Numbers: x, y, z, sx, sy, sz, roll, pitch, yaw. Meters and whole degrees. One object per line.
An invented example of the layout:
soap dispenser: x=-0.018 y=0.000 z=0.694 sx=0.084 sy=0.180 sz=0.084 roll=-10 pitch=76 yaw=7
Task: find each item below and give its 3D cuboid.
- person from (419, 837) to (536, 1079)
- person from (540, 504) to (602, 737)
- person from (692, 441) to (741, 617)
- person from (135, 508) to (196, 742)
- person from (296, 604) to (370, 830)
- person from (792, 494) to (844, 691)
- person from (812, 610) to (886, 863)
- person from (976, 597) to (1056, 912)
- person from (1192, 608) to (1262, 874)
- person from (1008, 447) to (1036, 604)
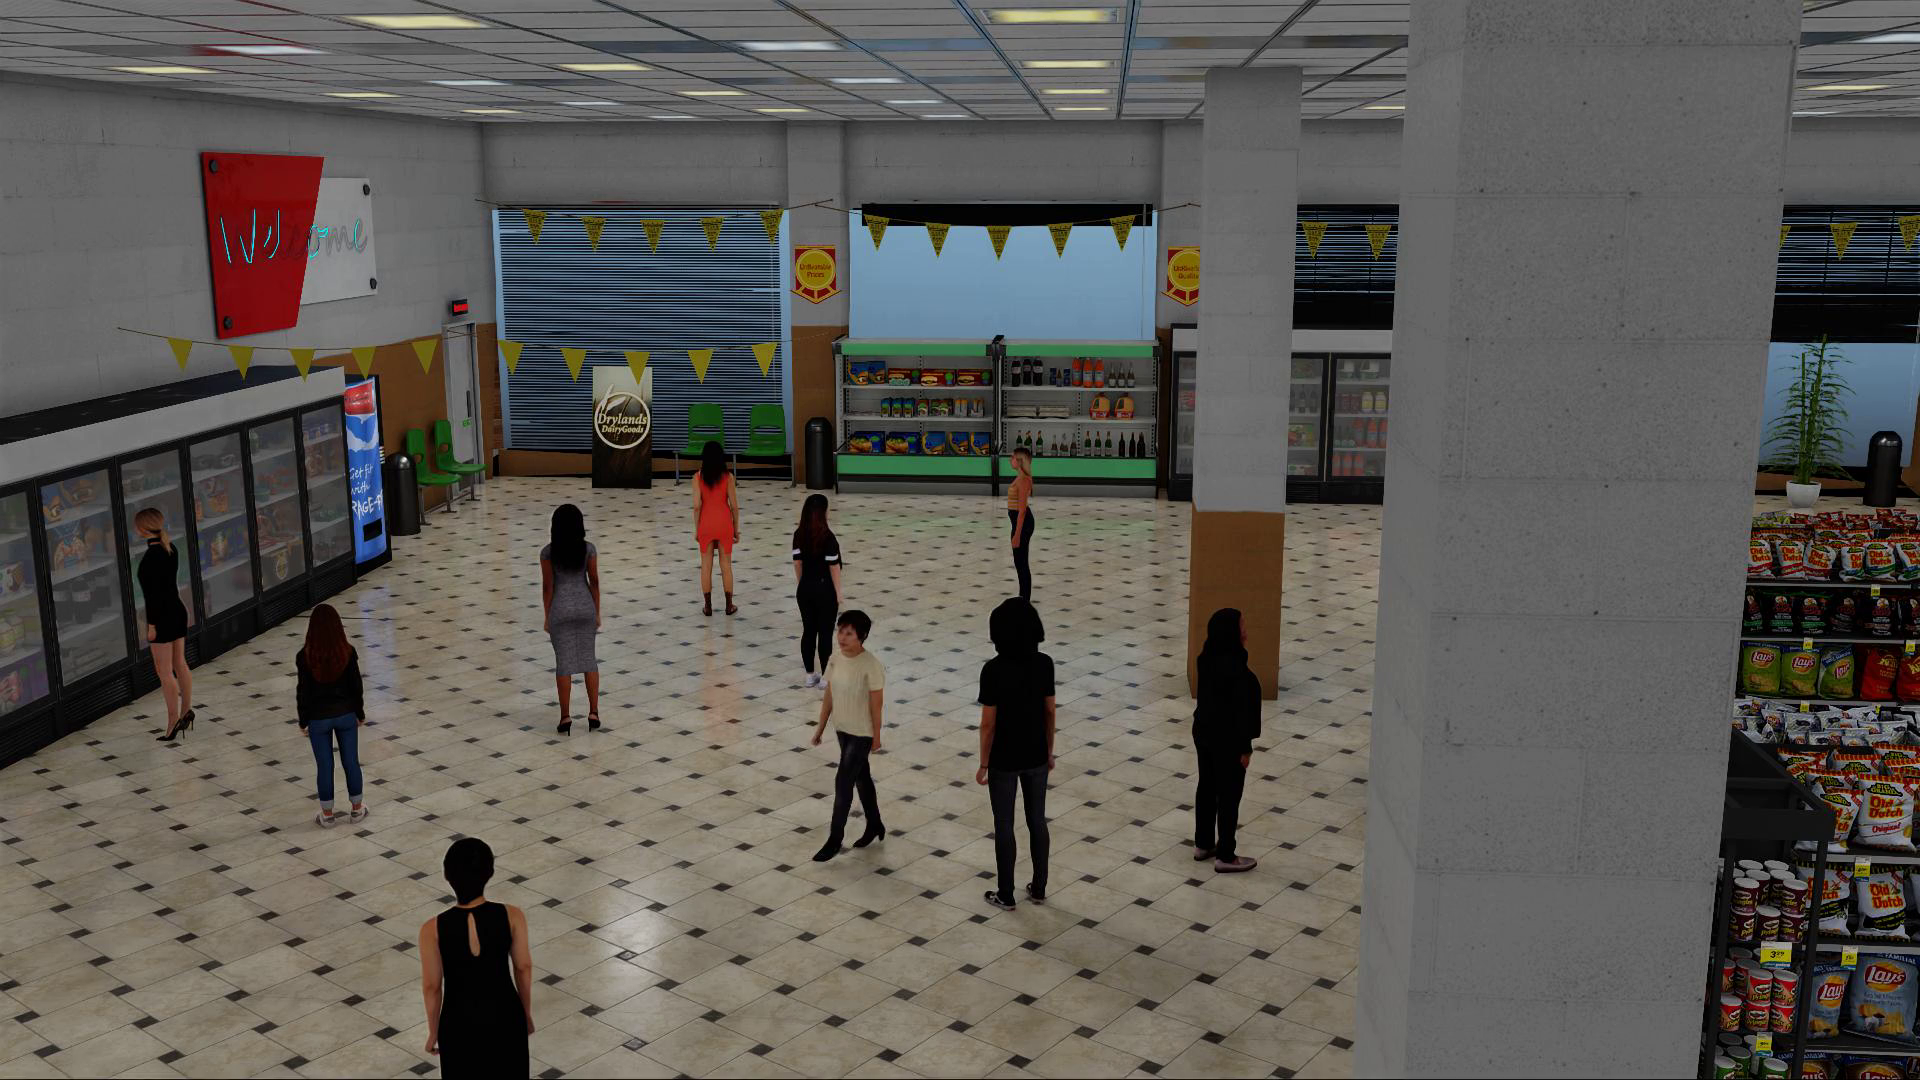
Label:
person: x=-1.906 y=1.952 z=6.623 sx=0.601 sy=1.603 sz=0.715 roll=-5 pitch=13 yaw=-23
person: x=-2.939 y=0.597 z=12.624 sx=0.594 sy=1.781 sz=0.719 roll=-4 pitch=13 yaw=-20
person: x=-2.375 y=-0.116 z=16.161 sx=0.521 sy=1.719 sz=0.687 roll=-1 pitch=12 yaw=-6
person: x=-6.002 y=0.624 z=12.530 sx=0.542 sy=1.768 sz=0.600 roll=0 pitch=12 yaw=-2
person: x=-4.081 y=1.133 z=10.804 sx=0.613 sy=1.483 sz=0.705 roll=-7 pitch=14 yaw=-29
person: x=-1.182 y=0.421 z=13.808 sx=0.667 sy=1.639 sz=0.763 roll=7 pitch=14 yaw=32
person: x=-0.589 y=1.189 z=10.337 sx=0.938 sy=1.566 sz=0.874 roll=-9 pitch=15 yaw=-37
person: x=0.332 y=1.217 z=9.544 sx=0.626 sy=1.837 sz=0.771 roll=-5 pitch=13 yaw=-21
person: x=1.597 y=1.207 z=10.128 sx=0.780 sy=1.617 sz=0.754 roll=-5 pitch=13 yaw=-24
person: x=0.602 y=-0.106 z=16.332 sx=0.549 sy=1.629 sz=0.588 roll=0 pitch=12 yaw=-2
